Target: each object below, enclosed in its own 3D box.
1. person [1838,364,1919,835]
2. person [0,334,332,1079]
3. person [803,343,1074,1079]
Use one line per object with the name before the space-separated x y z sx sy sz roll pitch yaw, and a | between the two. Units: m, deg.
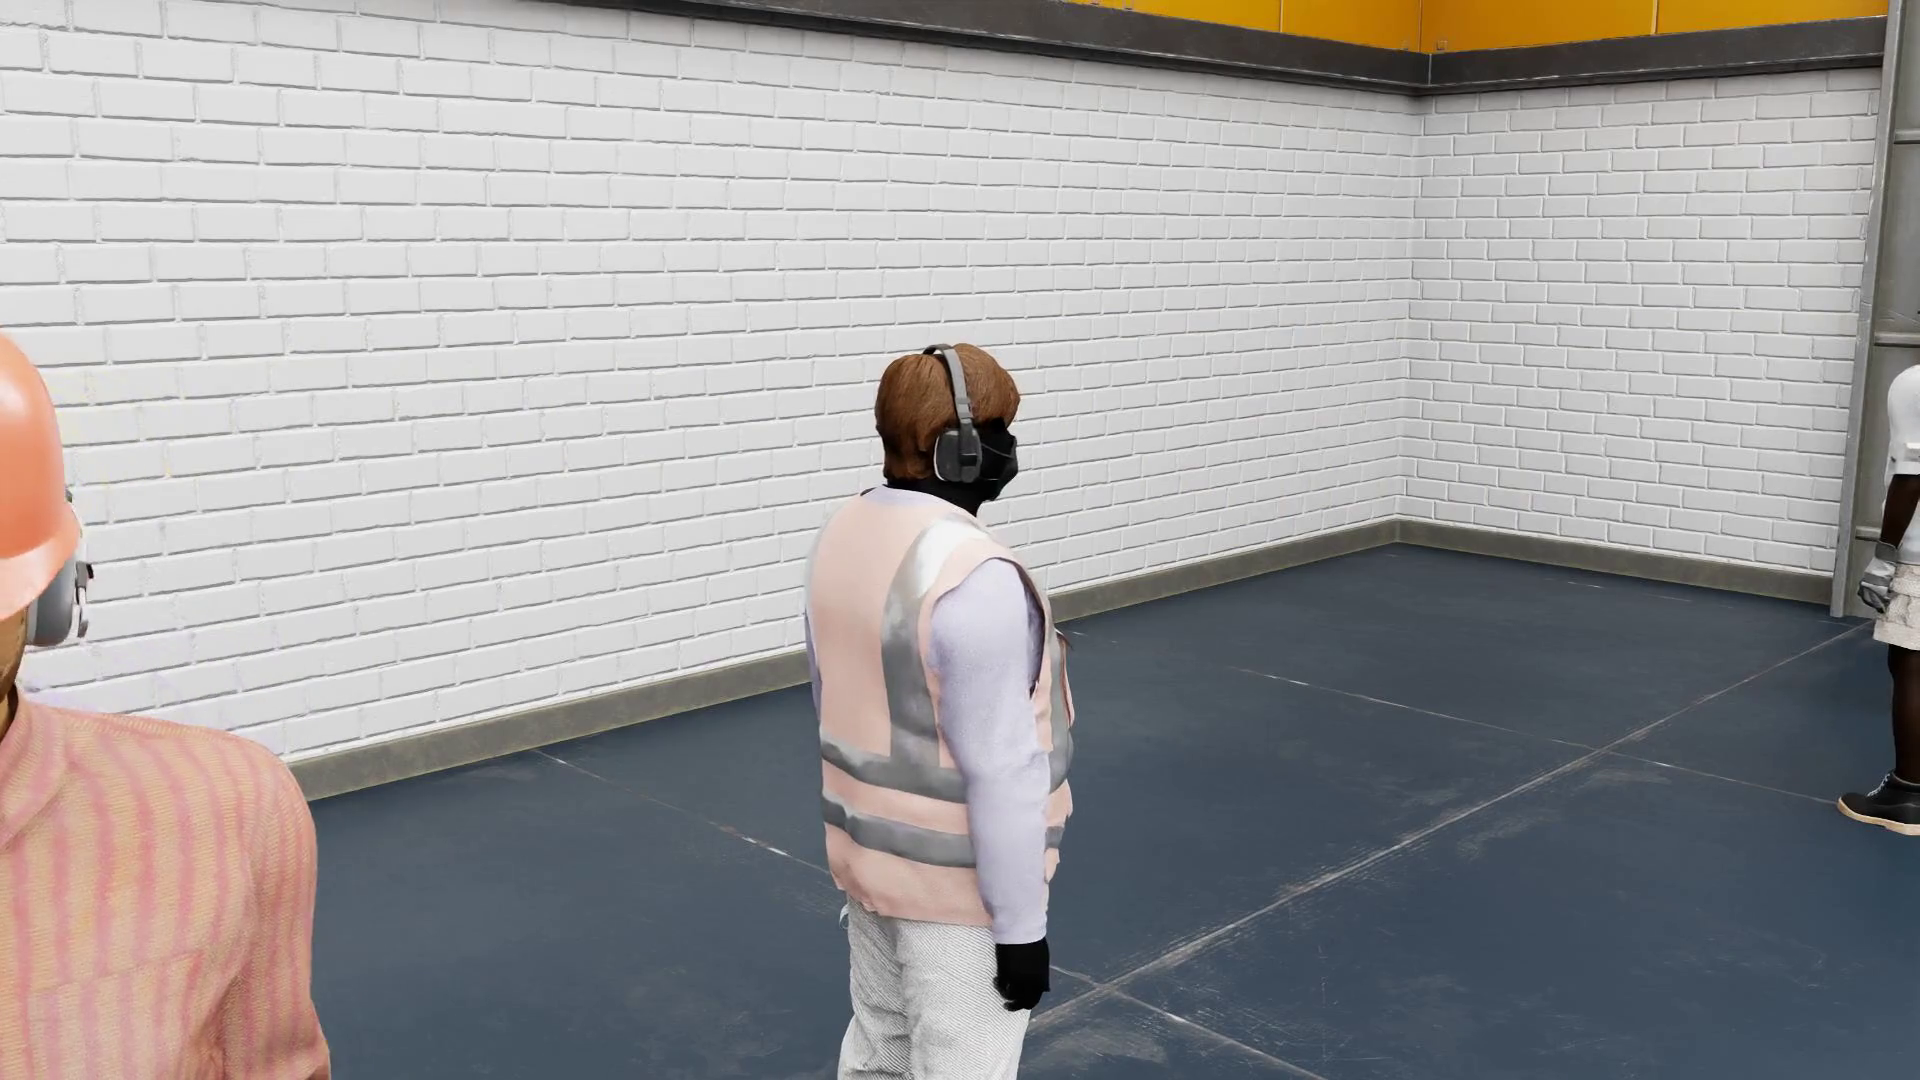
person | 3.323 0.021 5.635 0.614 1.963 0.361 -4 11 -19
person | -0.759 0.805 1.305 0.611 1.985 0.393 -9 13 -39
person | -0.019 0.583 2.909 0.430 1.845 0.619 -6 12 -29
